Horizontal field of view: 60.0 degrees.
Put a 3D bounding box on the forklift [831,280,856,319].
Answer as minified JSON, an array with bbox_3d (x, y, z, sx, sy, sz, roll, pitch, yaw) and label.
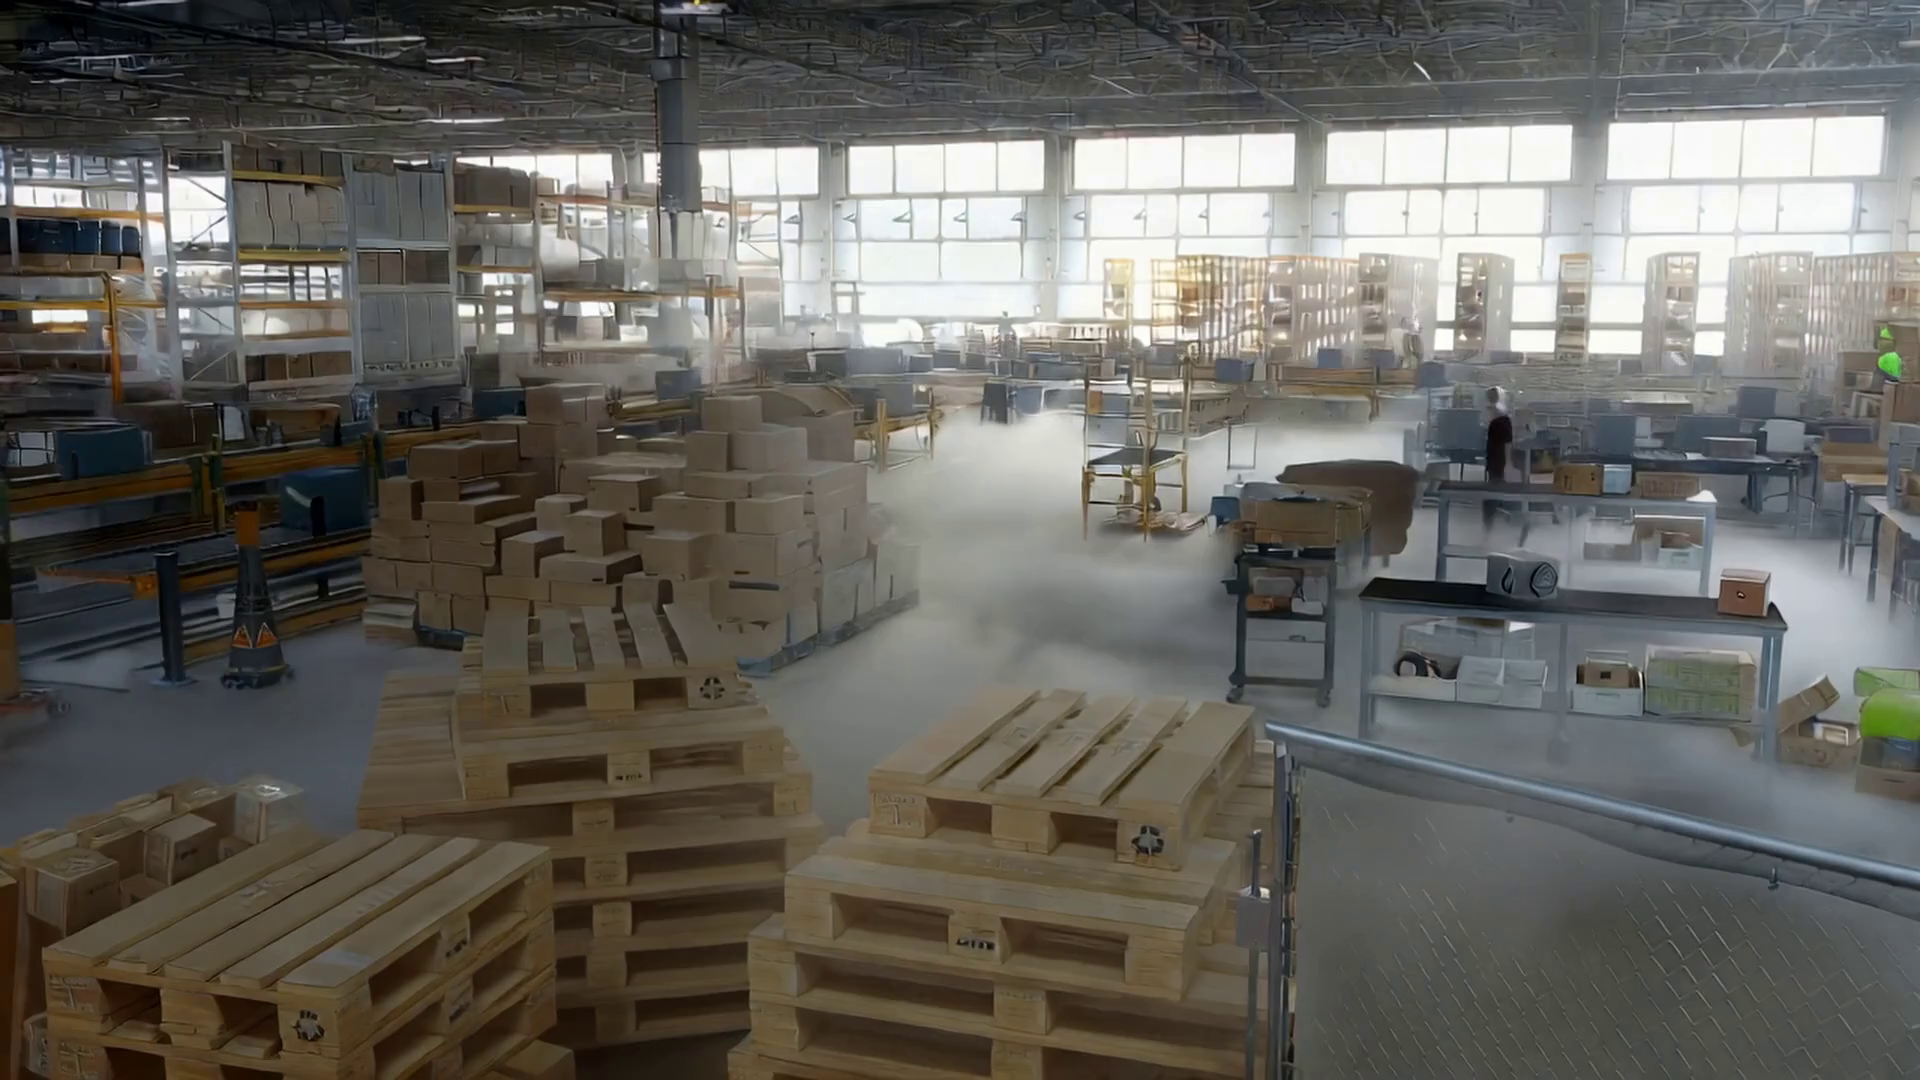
[{"bbox_3d":[-4.604,-8.859,65.713,1.129,2.768,1.873,-4,10,-23],"label":"forklift"}]

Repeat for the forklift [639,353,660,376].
[{"bbox_3d":[-8.245,-6.010,47.827,1.873,2.768,1.129,5,10,29],"label":"forklift"}]

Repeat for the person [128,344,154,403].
[{"bbox_3d":[-17.220,-3.330,35.063,0.857,1.582,0.517,1,9,5],"label":"person"}]

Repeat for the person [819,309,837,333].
[{"bbox_3d":[-4.347,-6.649,54.793,0.611,1.932,0.599,-1,9,-6],"label":"person"}]

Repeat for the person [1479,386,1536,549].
[{"bbox_3d":[5.867,-0.739,17.953,0.675,1.854,0.526,1,9,7],"label":"person"}]

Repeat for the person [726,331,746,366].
[{"bbox_3d":[-5.383,-4.196,40.139,0.535,1.697,0.318,-6,11,-34],"label":"person"}]

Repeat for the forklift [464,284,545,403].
[{"bbox_3d":[-10.832,-4.702,39.610,1.129,2.768,1.873,3,10,20],"label":"forklift"}]

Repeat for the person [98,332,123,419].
[{"bbox_3d":[-17.768,-3.405,34.711,0.987,1.845,0.724,3,10,18],"label":"person"}]

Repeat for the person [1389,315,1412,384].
[{"bbox_3d":[11.606,-4.911,43.752,0.626,1.986,0.425,4,10,22],"label":"person"}]

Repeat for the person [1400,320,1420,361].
[{"bbox_3d":[12.163,-5.044,45.056,0.587,1.826,0.552,5,10,29],"label":"person"}]

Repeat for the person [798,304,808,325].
[{"bbox_3d":[-6.271,-8.543,66.865,1.007,1.888,0.568,2,9,14],"label":"person"}]

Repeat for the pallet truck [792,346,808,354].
[{"bbox_3d":[-3.705,-4.298,42.022,0.653,1.274,1.630,3,10,20],"label":"pallet truck"}]

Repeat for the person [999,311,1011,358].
[{"bbox_3d":[1.661,-7.536,61.002,0.485,1.735,0.343,-4,10,-24],"label":"person"}]

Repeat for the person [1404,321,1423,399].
[{"bbox_3d":[11.174,-4.419,40.898,0.400,1.905,0.643,8,12,42],"label":"person"}]

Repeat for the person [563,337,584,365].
[{"bbox_3d":[-9.306,-4.213,39.942,0.604,1.780,0.918,3,9,17],"label":"person"}]

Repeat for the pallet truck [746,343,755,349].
[{"bbox_3d":[-6.183,-4.618,44.264,1.601,1.201,0.680,-9,12,-43],"label":"pallet truck"}]
